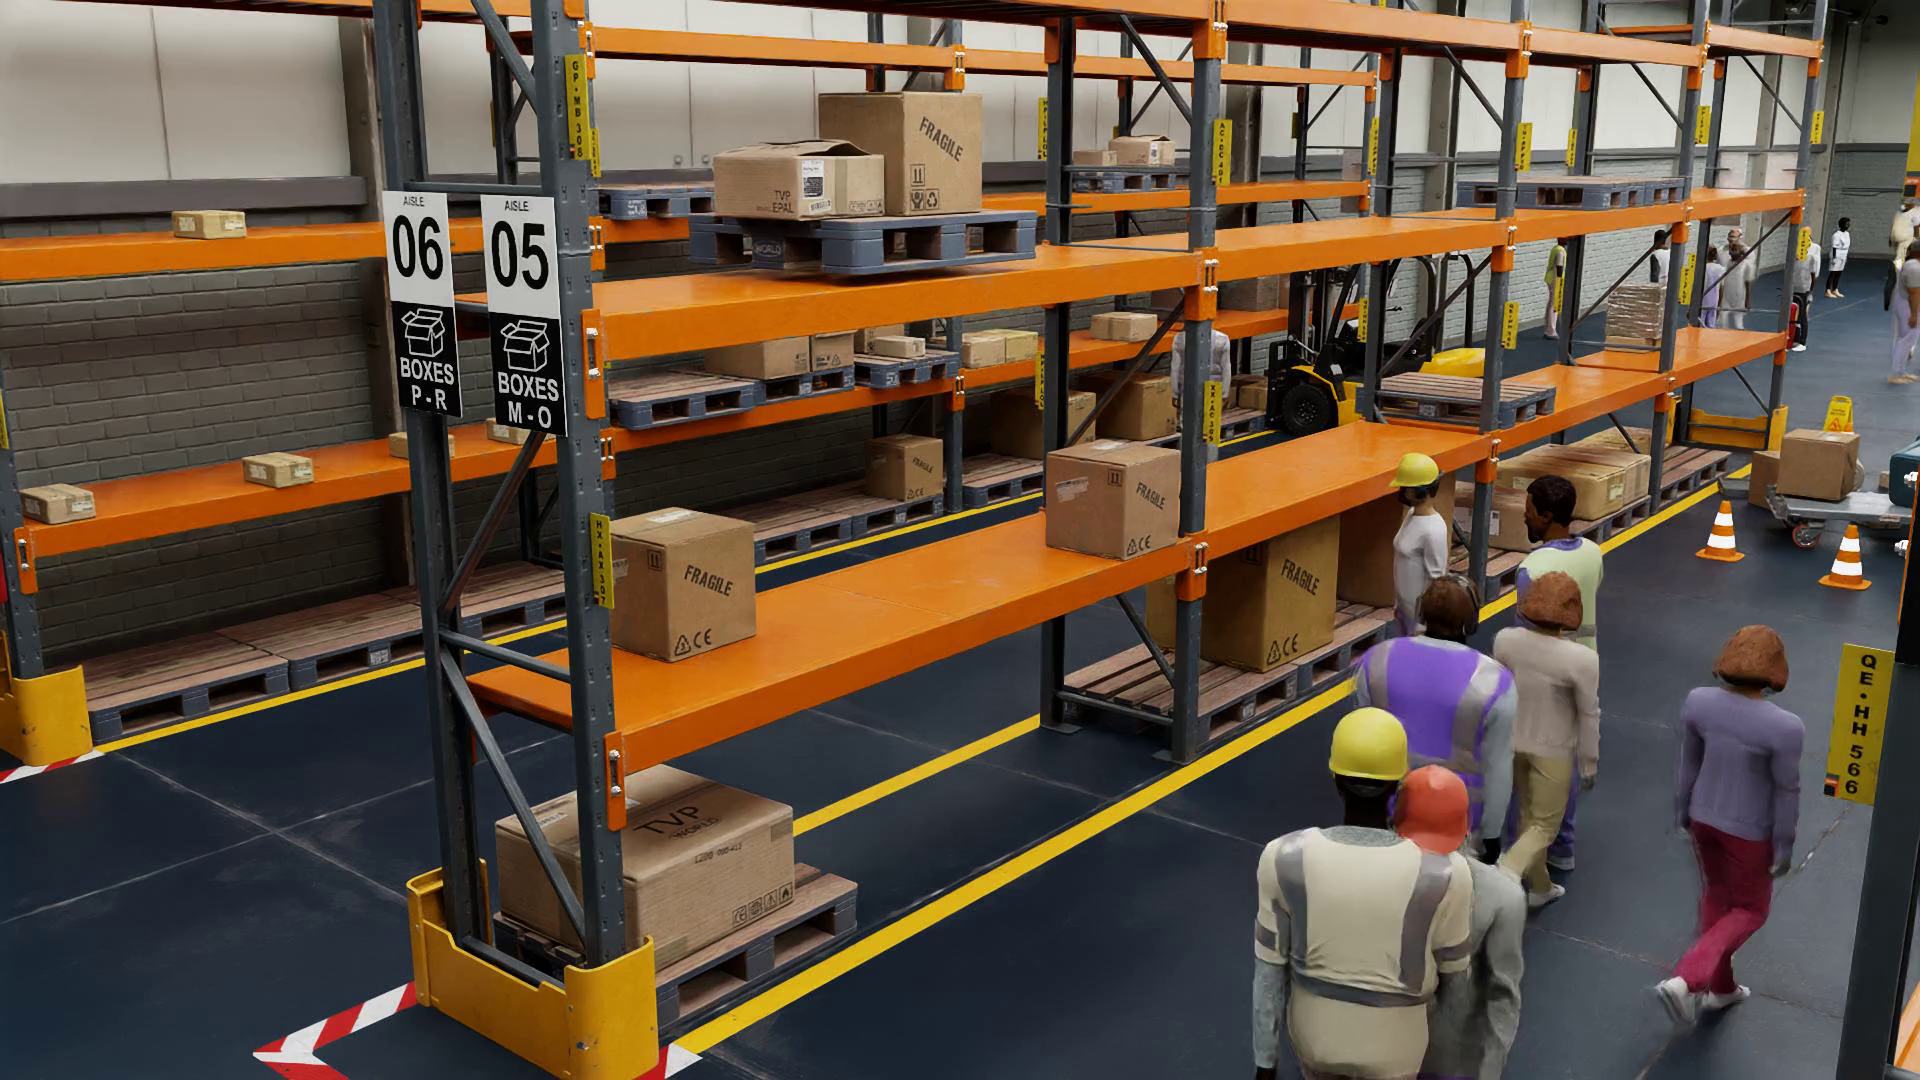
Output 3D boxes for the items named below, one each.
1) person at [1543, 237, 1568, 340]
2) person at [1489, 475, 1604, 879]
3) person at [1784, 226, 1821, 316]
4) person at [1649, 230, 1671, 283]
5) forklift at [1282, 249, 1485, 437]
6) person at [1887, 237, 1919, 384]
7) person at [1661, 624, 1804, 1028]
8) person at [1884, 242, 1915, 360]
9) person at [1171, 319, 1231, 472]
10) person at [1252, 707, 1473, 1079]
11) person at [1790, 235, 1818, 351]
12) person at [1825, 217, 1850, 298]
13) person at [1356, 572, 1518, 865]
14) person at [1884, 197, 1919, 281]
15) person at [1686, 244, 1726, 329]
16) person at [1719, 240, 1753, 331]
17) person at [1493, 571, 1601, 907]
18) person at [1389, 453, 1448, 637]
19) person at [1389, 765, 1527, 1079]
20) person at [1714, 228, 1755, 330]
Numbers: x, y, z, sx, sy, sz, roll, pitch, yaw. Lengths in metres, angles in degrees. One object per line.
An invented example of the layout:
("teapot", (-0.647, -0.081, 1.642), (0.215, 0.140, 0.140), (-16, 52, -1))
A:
("person", (10.005, -4.284, 27.909), (0.395, 1.847, 0.564), (3, 14, 11))
("person", (2.724, 0.642, 7.720), (0.598, 1.911, 0.415), (-11, 18, -38))
("person", (15.539, -4.916, 30.720), (0.588, 1.725, 0.601), (5, 15, 21))
("person", (11.142, -3.972, 26.505), (0.590, 1.913, 0.393), (-12, 19, -41))
("forklift", (4.886, -2.214, 18.767), (2.313, 2.155, 1.214), (11, 18, 38))
("person", (13.242, -3.190, 23.057), (0.536, 2.000, 0.690), (6, 15, 22))
("person", (2.948, 1.115, 6.423), (0.572, 1.614, 0.514), (-7, 15, -26))
("person", (14.571, -3.680, 25.576), (0.652, 1.787, 0.972), (7, 15, 26))
("person", (2.392, -1.486, 16.539), (0.597, 1.836, 0.404), (2, 14, 9))
("person", (1.103, 1.400, 4.679), (0.581, 1.886, 0.975), (6, 15, 23))
("person", (13.371, -3.942, 26.499), (0.327, 1.863, 0.507), (-6, 15, -21))
("person", (18.450, -5.925, 34.922), (0.530, 1.689, 0.322), (-10, 17, -36))
("person", (1.761, 1.033, 6.335), (0.630, 1.828, 0.602), (11, 17, 37))
("person", (22.150, -7.101, 38.981), (0.982, 2.000, 0.690), (-4, 14, -17))
("person", (10.846, -3.378, 24.228), (0.507, 1.846, 0.344), (-2, 14, -10))
("person", (11.870, -3.676, 25.483), (0.528, 1.824, 0.694), (13, 19, 41))
("person", (2.488, 0.922, 7.212), (0.746, 1.606, 0.509), (-10, 17, -36))
("person", (2.462, 0.395, 9.042), (0.328, 1.761, 0.523), (0, 14, -1))
("person", (1.310, 1.446, 4.820), (0.579, 1.729, 0.423), (7, 15, 26))
("person", (12.662, -4.165, 27.335), (0.397, 1.899, 0.640), (-13, 19, -43))
